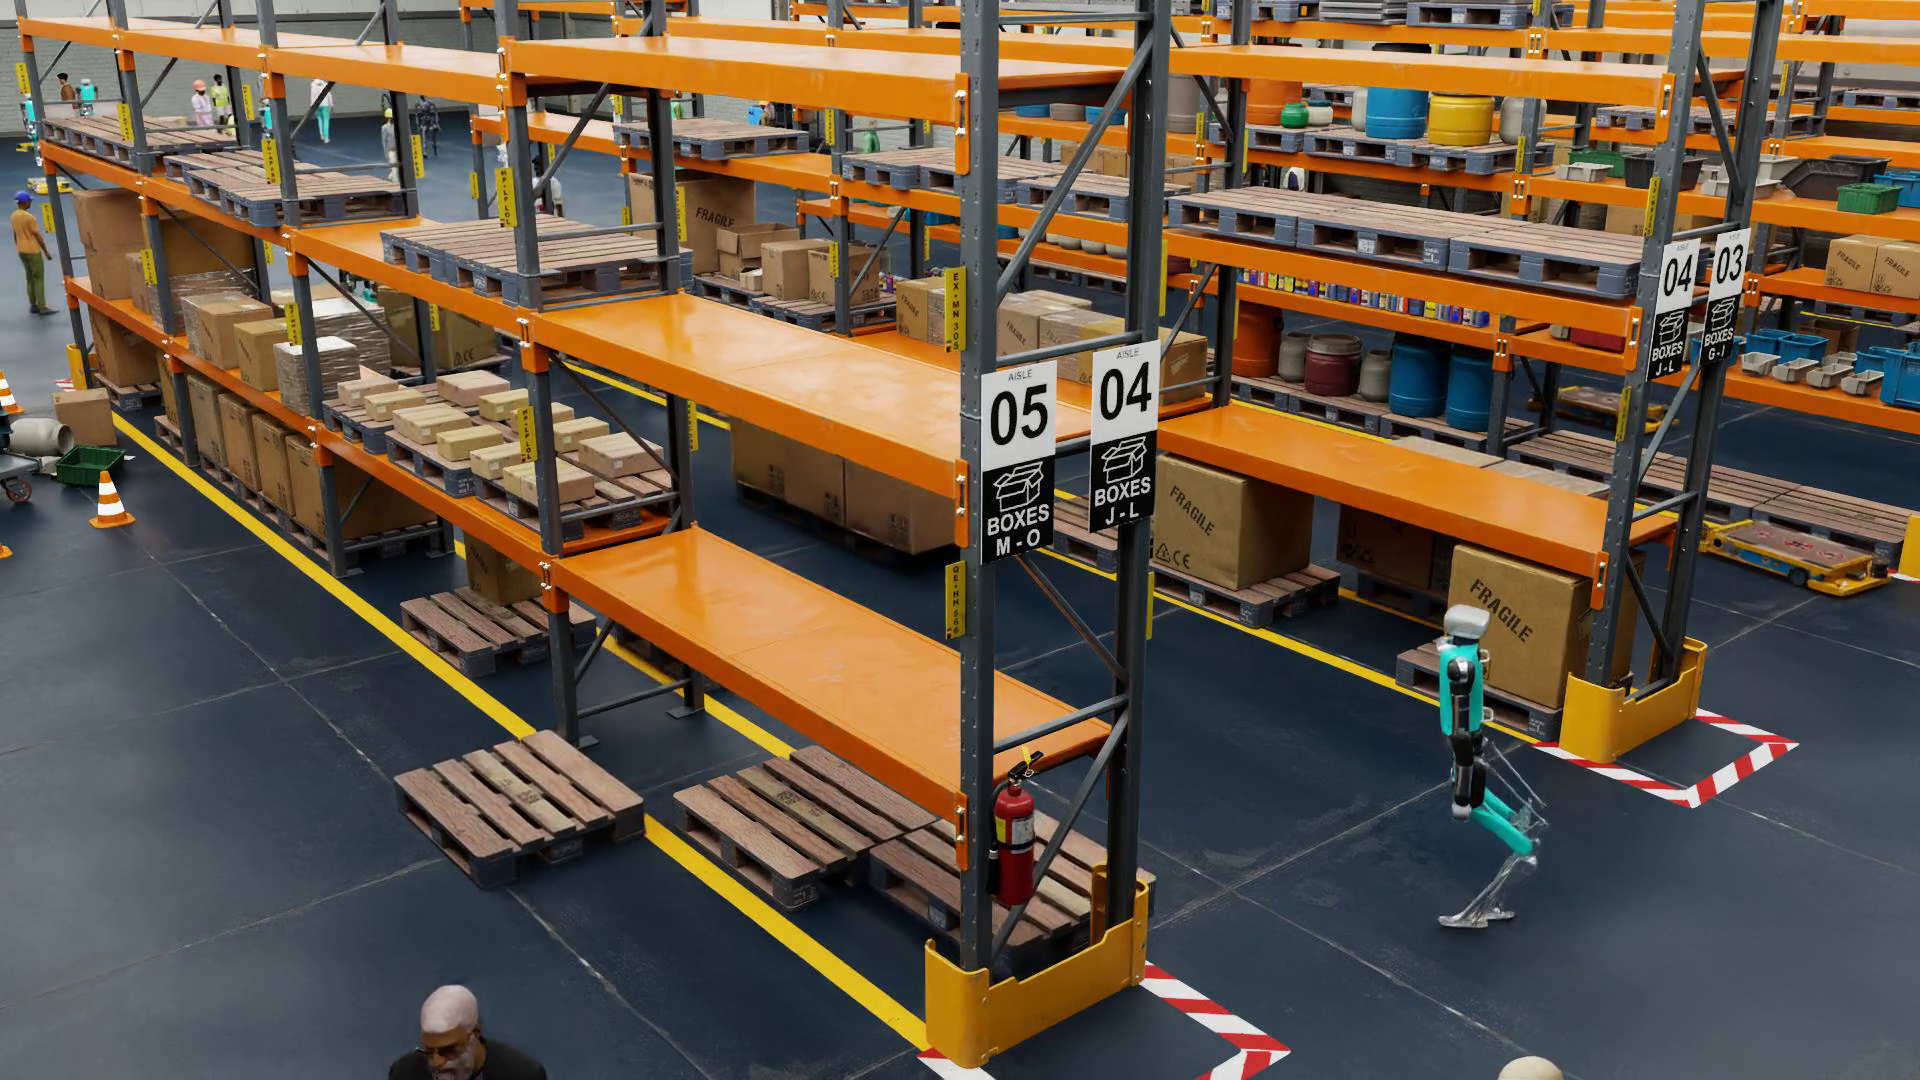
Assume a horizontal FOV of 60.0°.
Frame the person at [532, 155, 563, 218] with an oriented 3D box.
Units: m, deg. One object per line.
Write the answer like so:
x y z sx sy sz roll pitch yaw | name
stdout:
-6.272 -4.922 25.444 0.599 1.938 0.825 8 21 22 | person

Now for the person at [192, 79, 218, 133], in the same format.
-17.862 -9.908 39.501 0.453 2.015 0.642 4 20 10 | person

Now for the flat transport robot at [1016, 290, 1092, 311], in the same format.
0.852 -2.242 20.316 0.659 0.231 1.431 -15 24 -37 | flat transport robot

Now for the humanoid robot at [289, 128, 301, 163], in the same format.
-15.156 -8.995 37.490 0.678 1.632 0.626 -15 24 -36 | humanoid robot

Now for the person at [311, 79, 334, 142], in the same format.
-17.101 -11.662 44.669 0.530 1.892 0.677 -2 19 -5 | person

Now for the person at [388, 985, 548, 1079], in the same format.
-1.539 2.196 5.391 0.508 1.798 1.028 2 20 7 | person

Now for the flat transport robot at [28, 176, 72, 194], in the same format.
-19.409 -7.561 35.454 0.659 0.231 1.431 -13 23 -33 | flat transport robot

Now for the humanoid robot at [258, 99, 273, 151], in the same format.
-15.413 -8.933 37.128 0.673 1.796 0.532 15 25 37 | humanoid robot

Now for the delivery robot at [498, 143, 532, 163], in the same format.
-10.866 -9.494 40.548 0.814 0.611 0.499 -15 24 -36 | delivery robot

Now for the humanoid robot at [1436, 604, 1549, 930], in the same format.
2.685 1.171 8.284 0.728 1.728 0.529 5 20 14 | humanoid robot

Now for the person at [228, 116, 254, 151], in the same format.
-15.268 -8.367 35.375 0.546 1.847 1.000 2 19 4 | person

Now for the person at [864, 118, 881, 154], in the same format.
-1.805 -7.575 33.297 0.740 1.718 0.481 4 20 10 | person

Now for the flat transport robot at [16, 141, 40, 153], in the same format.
-23.306 -10.060 42.567 1.431 0.231 0.659 2 19 7 | flat transport robot

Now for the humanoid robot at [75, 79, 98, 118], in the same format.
-22.829 -11.157 43.509 0.813 1.798 0.578 17 25 39 | humanoid robot

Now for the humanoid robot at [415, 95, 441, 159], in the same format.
-13.132 -10.258 41.070 0.608 1.628 0.769 -1 19 -1 | humanoid robot

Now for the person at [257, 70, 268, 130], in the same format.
-19.876 -12.707 47.678 0.380 1.875 0.512 8 21 23 | person

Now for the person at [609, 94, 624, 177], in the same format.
-7.700 -9.185 37.645 0.411 1.883 0.574 -7 20 -18 | person

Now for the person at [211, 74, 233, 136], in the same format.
-20.362 -11.992 45.918 0.379 1.686 0.544 14 24 34 | person

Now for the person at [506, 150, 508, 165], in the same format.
-8.581 -7.333 32.448 0.967 1.825 0.600 -10 22 -27 | person

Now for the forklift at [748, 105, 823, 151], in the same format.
-4.526 -11.368 42.374 1.129 2.768 1.873 -15 24 -37 | forklift

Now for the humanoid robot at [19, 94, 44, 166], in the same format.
-21.827 -9.687 39.307 0.557 1.771 0.966 -12 23 -30 | humanoid robot

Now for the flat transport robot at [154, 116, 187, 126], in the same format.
-19.775 -9.705 41.555 1.431 0.231 0.659 -6 20 -15 | flat transport robot

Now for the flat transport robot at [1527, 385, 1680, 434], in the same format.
6.945 -1.419 17.975 0.659 0.231 1.431 -14 24 -34 | flat transport robot

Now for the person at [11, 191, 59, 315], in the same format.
-12.861 -3.979 23.077 0.465 1.715 0.366 10 22 26 | person

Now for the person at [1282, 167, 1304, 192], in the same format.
5.427 -5.475 27.141 0.387 1.845 0.566 6 20 16 | person

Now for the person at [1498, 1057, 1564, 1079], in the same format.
1.603 2.335 4.982 0.393 1.800 0.592 -11 22 -29 | person

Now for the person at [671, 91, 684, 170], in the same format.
-6.474 -9.412 38.152 0.405 1.978 0.484 -9 21 -23 | person

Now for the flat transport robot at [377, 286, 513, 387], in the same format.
-5.869 -1.756 18.932 1.431 0.231 0.659 18 26 41 | flat transport robot

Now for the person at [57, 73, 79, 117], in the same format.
-23.595 -11.448 44.126 0.403 1.853 0.788 -10 22 -26 | person

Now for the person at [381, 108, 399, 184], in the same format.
-11.963 -8.196 35.017 0.553 1.751 0.527 11 22 28 | person

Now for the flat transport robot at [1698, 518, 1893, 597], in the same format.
6.755 0.119 13.598 0.659 0.231 1.431 -11 22 -29 | flat transport robot

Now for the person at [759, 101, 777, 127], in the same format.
-4.323 -9.091 37.550 0.405 1.765 0.535 8 21 20 | person

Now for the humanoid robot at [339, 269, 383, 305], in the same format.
-7.361 -3.045 20.294 0.530 1.725 0.718 -17 25 -39 | humanoid robot

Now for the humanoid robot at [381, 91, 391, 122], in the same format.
-14.793 -11.091 43.363 0.599 1.653 0.315 0 19 -1 | humanoid robot
